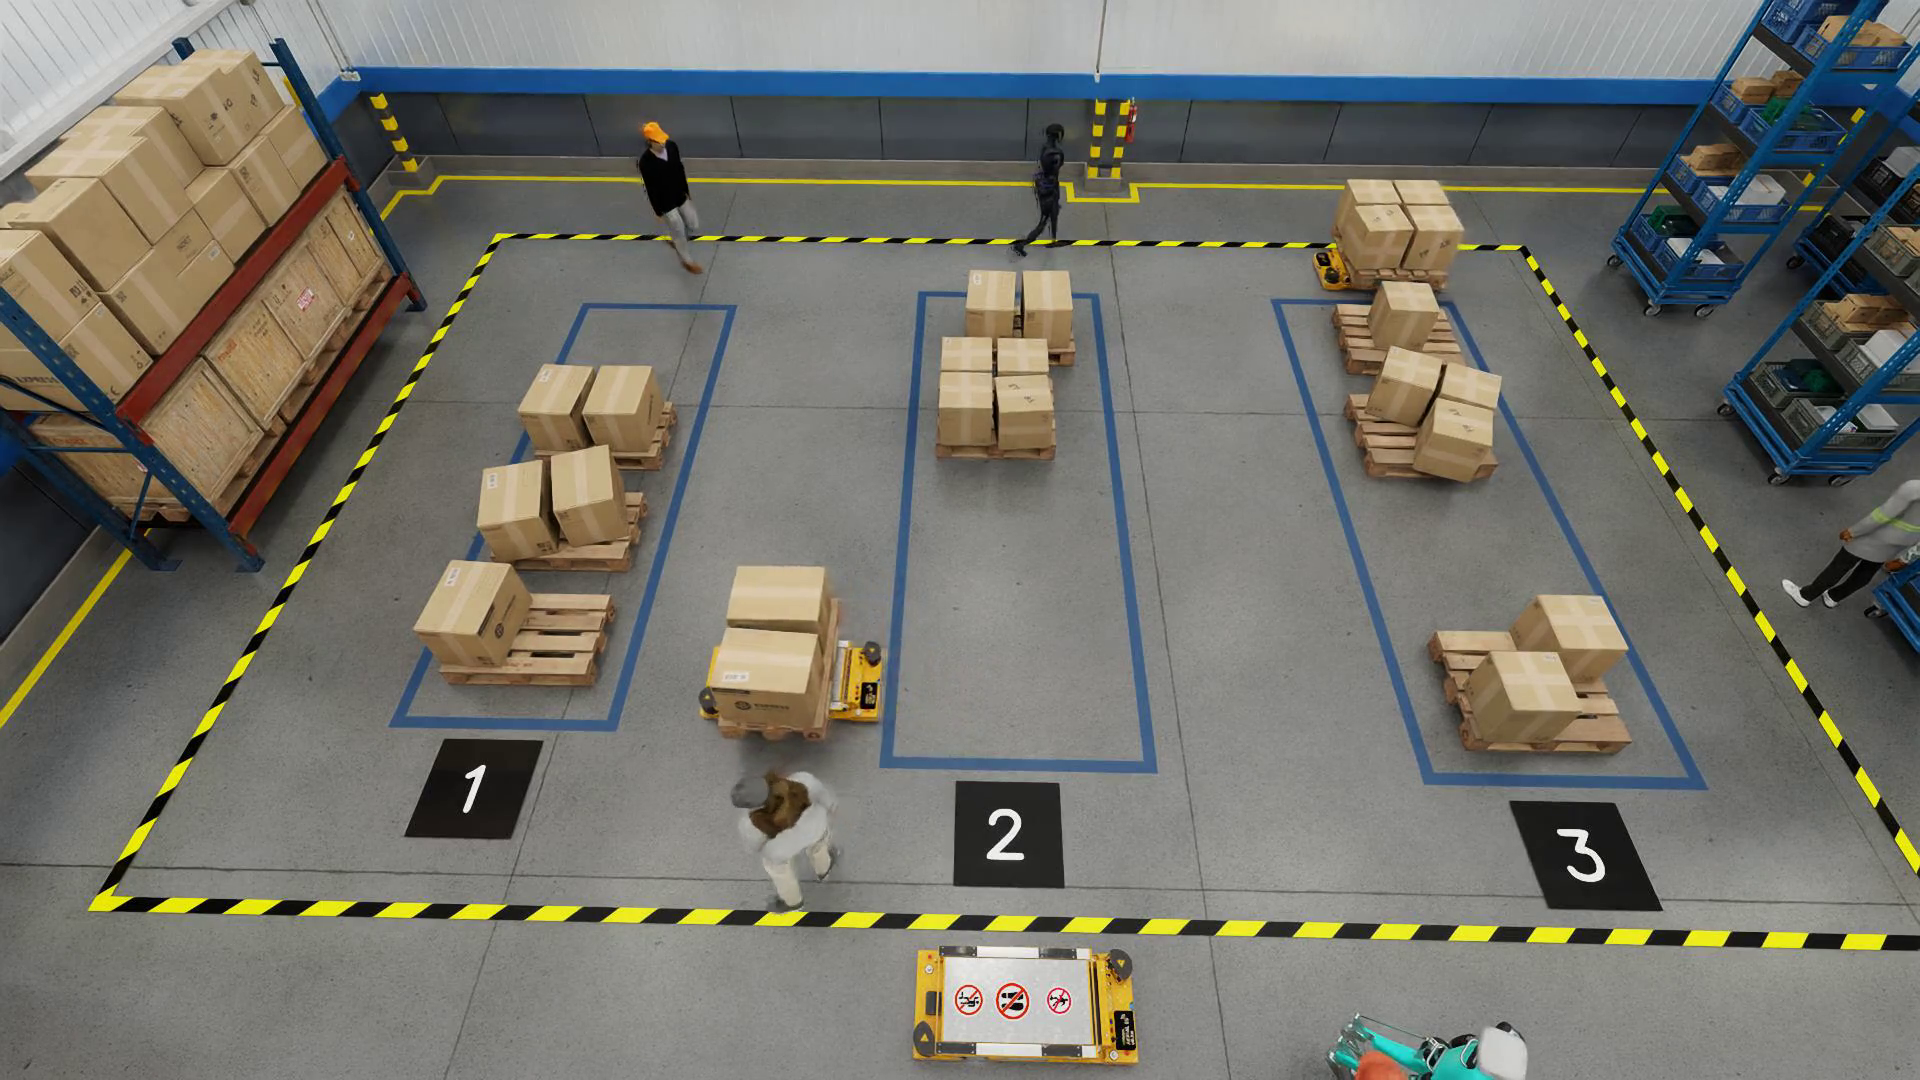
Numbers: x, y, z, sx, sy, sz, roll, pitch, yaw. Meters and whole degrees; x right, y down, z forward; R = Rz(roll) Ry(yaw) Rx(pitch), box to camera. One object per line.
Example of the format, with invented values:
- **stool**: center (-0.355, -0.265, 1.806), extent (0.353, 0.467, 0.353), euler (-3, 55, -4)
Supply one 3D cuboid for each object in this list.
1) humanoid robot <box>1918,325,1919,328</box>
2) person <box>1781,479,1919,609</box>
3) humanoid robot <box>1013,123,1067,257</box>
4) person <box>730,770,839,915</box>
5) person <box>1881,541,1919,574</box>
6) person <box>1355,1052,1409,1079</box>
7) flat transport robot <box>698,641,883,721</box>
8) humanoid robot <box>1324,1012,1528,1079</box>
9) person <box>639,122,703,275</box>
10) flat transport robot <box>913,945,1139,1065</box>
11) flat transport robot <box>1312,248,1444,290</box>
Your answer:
- **humanoid robot**: center (10.422, -2.491, 9.608), extent (0.612, 1.639, 0.397), euler (-30, 57, -22)
- **person**: center (7.623, -0.079, 7.528), extent (0.596, 1.852, 0.376), euler (4, 51, 3)
- **humanoid robot**: center (1.003, -4.207, 11.022), extent (0.690, 1.637, 0.591), euler (-8, 51, -6)
- **person**: center (-1.108, 1.926, 5.979), extent (0.663, 1.732, 0.371), euler (-27, 56, -20)
- **person**: center (8.705, -0.239, 7.608), extent (0.372, 1.933, 0.626), euler (-22, 54, -17)
- **person**: center (1.927, 3.078, 4.832), extent (0.604, 2.045, 0.375), euler (4, 51, 3)
- **flat transport robot**: center (-1.375, 1.142, 7.537), extent (1.431, 0.197, 0.652), euler (1, 51, 1)
- **humanoid robot**: center (2.450, 2.866, 5.116), extent (0.533, 1.676, 0.735), euler (-36, 59, -26)
- **person**: center (-3.359, -3.964, 10.683), extent (0.460, 1.867, 0.602), euler (24, 55, 19)
- **flat transport robot**: center (0.422, 3.041, 6.007), extent (1.431, 0.231, 0.659), euler (1, 51, 1)
- **flat transport robot**: center (5.108, -3.327, 11.180), extent (1.431, 0.197, 0.652), euler (1, 51, 1)
